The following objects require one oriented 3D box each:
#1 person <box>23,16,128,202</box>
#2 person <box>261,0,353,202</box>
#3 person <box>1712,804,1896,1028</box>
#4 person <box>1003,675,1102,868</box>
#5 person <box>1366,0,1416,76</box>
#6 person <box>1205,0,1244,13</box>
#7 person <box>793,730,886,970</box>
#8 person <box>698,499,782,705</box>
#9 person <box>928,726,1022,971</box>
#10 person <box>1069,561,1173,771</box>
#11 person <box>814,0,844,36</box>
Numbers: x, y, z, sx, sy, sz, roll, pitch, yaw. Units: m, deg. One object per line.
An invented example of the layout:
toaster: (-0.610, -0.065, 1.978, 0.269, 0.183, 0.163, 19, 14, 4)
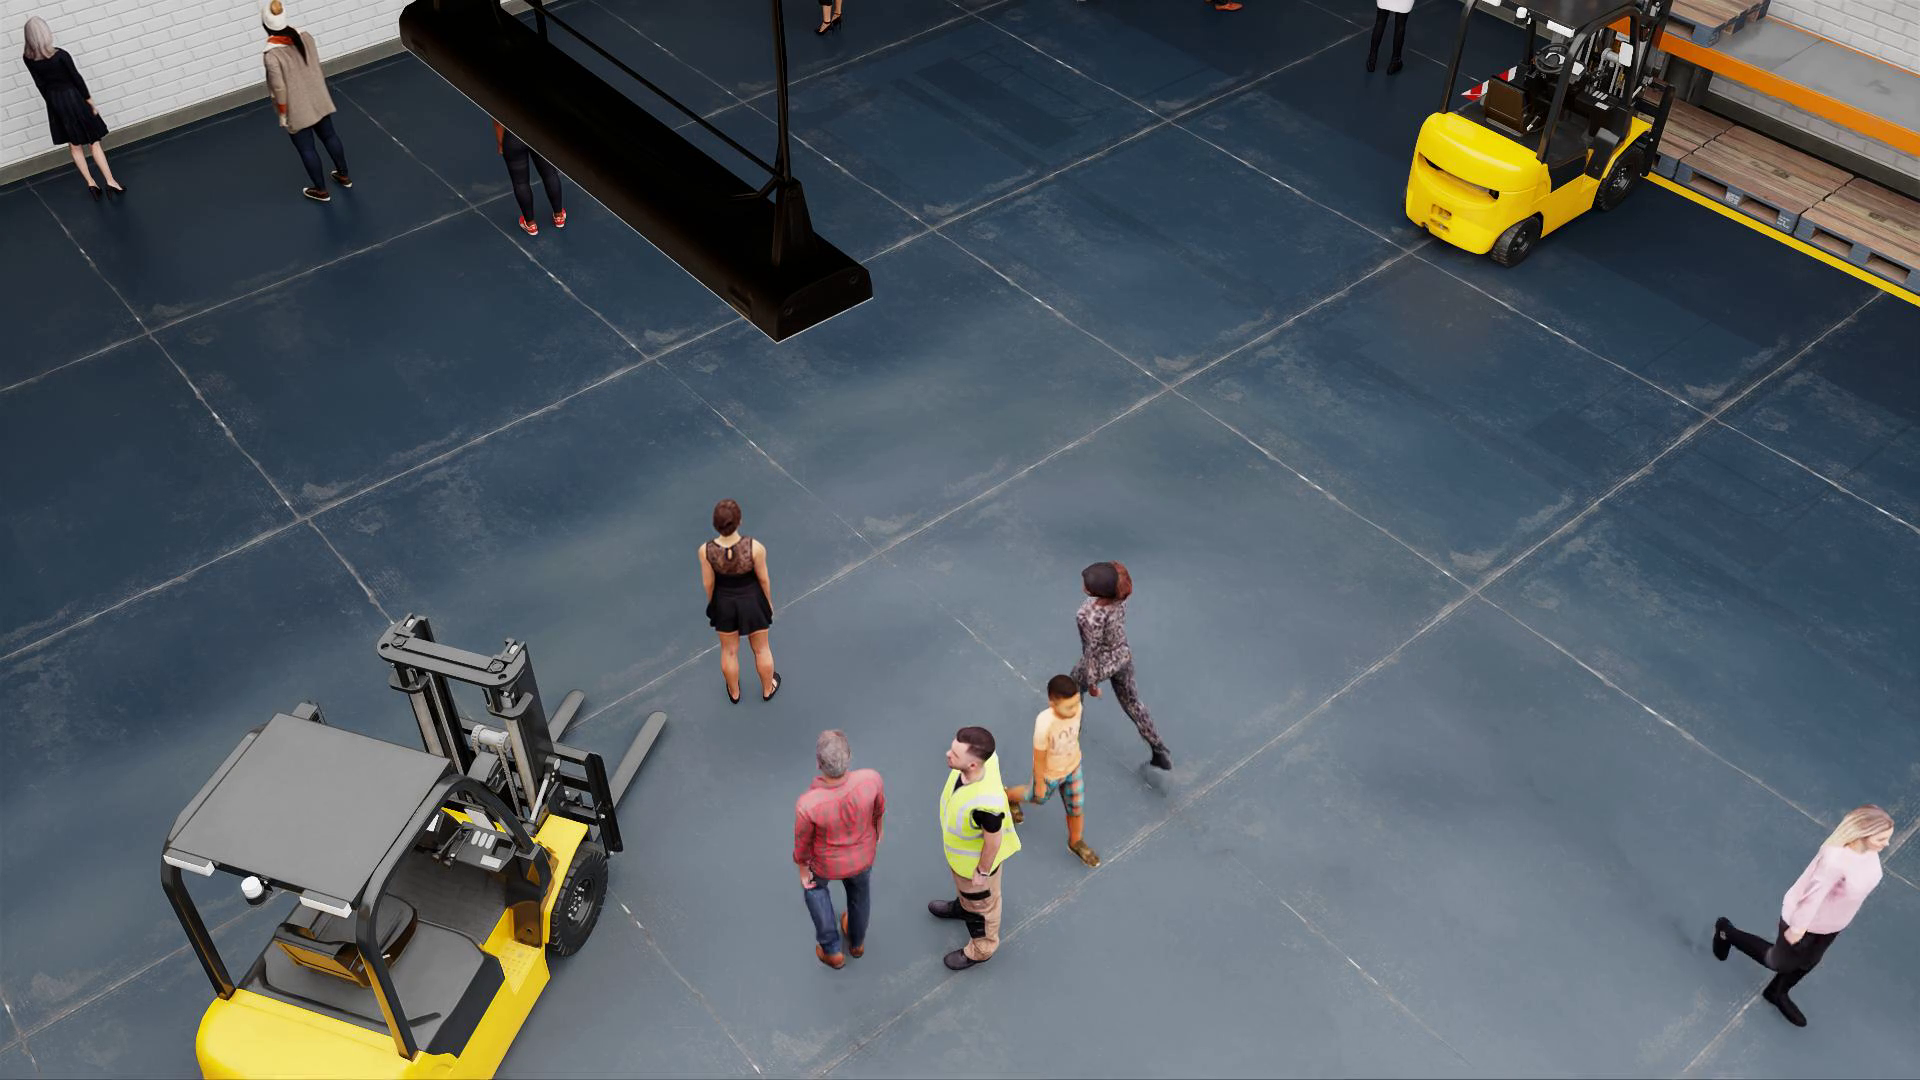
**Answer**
person: (-7.920, -3.840, 14.818, 0.699, 1.747, 0.742, -1, 44, -1)
person: (-5.863, -3.935, 14.814, 0.770, 1.891, 0.780, 23, 48, 23)
person: (4.466, 1.917, 8.829, 0.690, 1.674, 0.917, -22, 48, -22)
person: (0.501, 1.273, 9.672, 0.564, 1.443, 0.981, -32, 52, -29)
person: (4.341, -5.506, 16.523, 0.627, 1.808, 0.748, 16, 46, 16)
person: (2.829, -6.515, 17.594, 0.770, 1.792, 0.626, -15, 46, -15)
person: (-0.603, 1.729, 8.920, 0.802, 1.820, 0.801, -15, 46, -15)
person: (-1.392, 0.393, 10.427, 0.682, 1.675, 0.726, -2, 44, -2)
person: (0.070, 1.632, 9.003, 0.900, 1.846, 0.822, -7, 44, -7)
person: (0.954, 0.779, 10.026, 1.210, 1.671, 0.777, 32, 52, 29)
person: (-1.401, -6.104, 17.114, 0.622, 1.858, 0.665, 24, 49, 23)
